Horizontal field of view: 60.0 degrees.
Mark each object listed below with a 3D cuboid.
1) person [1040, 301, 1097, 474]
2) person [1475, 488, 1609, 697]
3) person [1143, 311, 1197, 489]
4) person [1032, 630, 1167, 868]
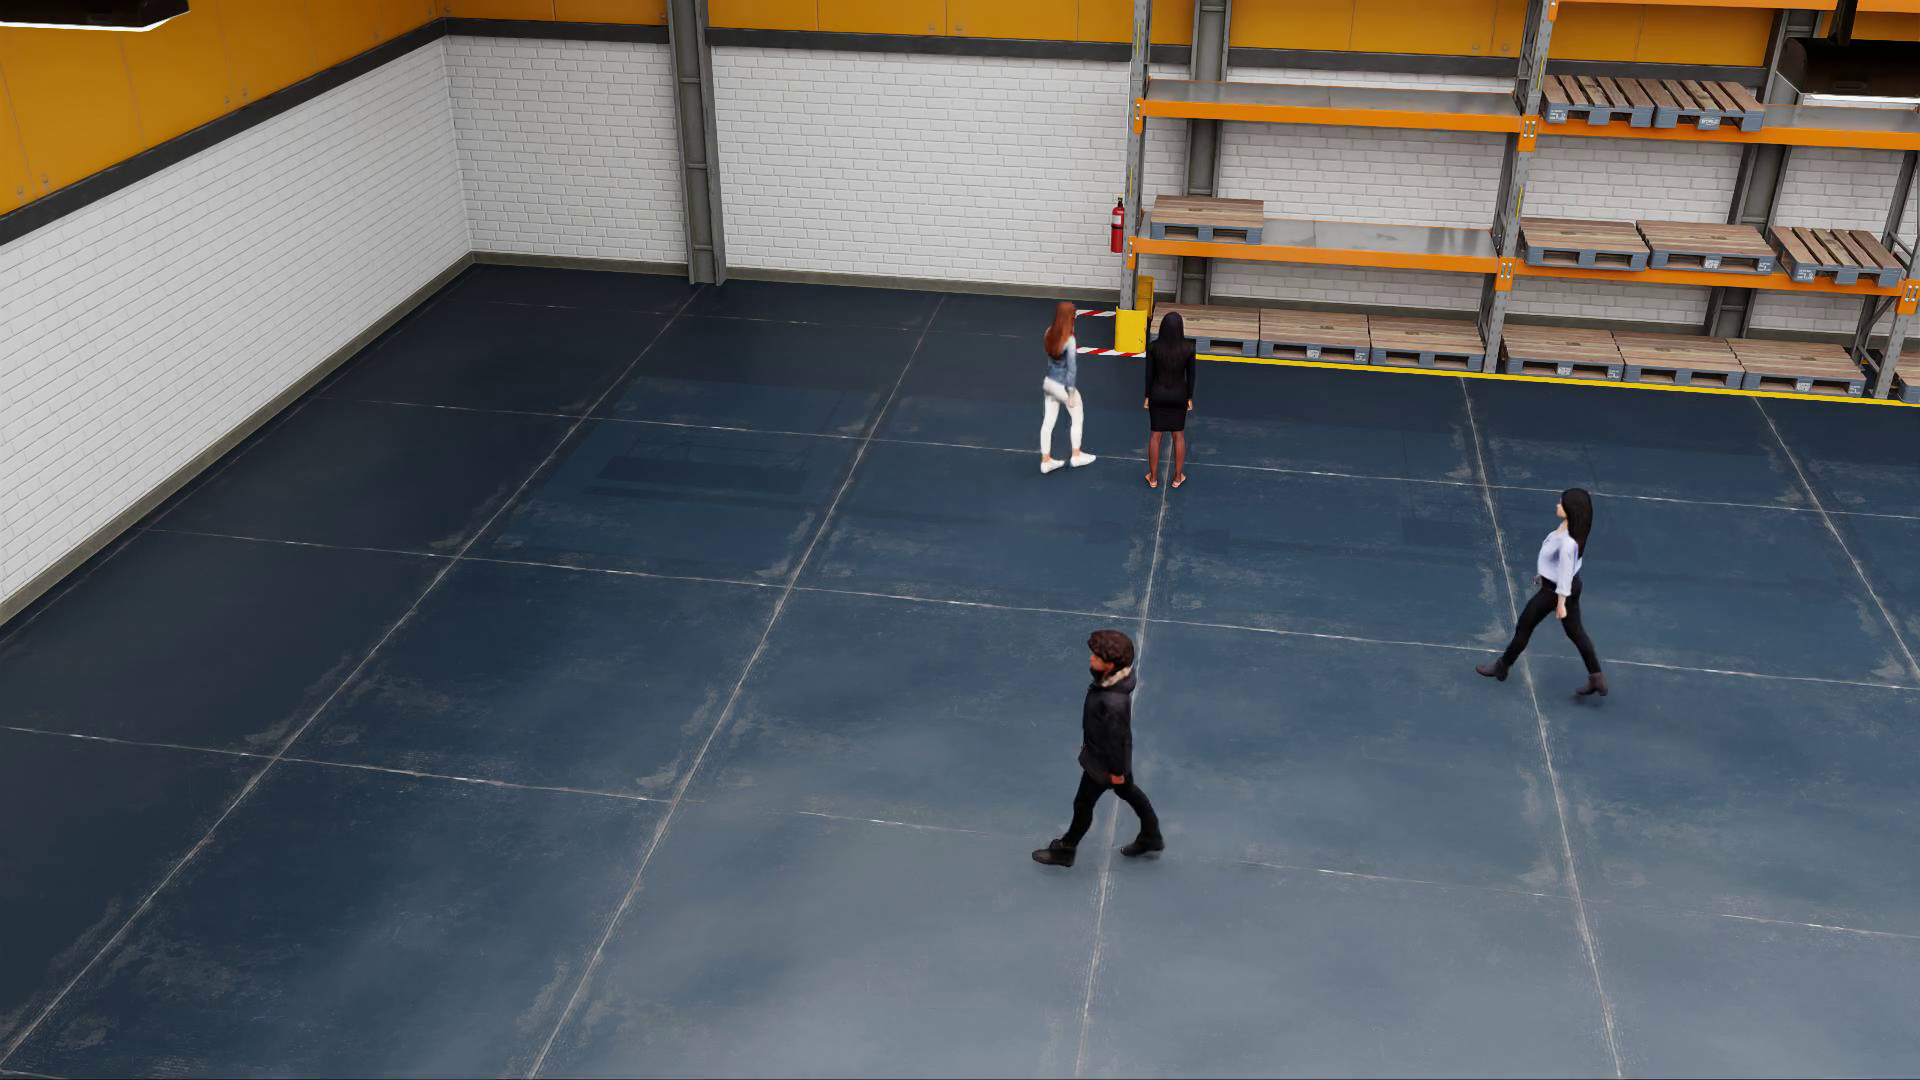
[{"bbox_3d":[0.871,-1.401,15.623,0.940,1.687,0.882,-19,34,-31],"label":"person"},{"bbox_3d":[4.505,0.435,12.246,1.270,1.697,0.921,14,32,25],"label":"person"},{"bbox_3d":[1.928,-1.309,15.420,0.455,1.720,0.687,2,29,4],"label":"person"},{"bbox_3d":[1.030,1.348,10.527,1.136,1.741,0.727,1,29,2],"label":"person"}]
